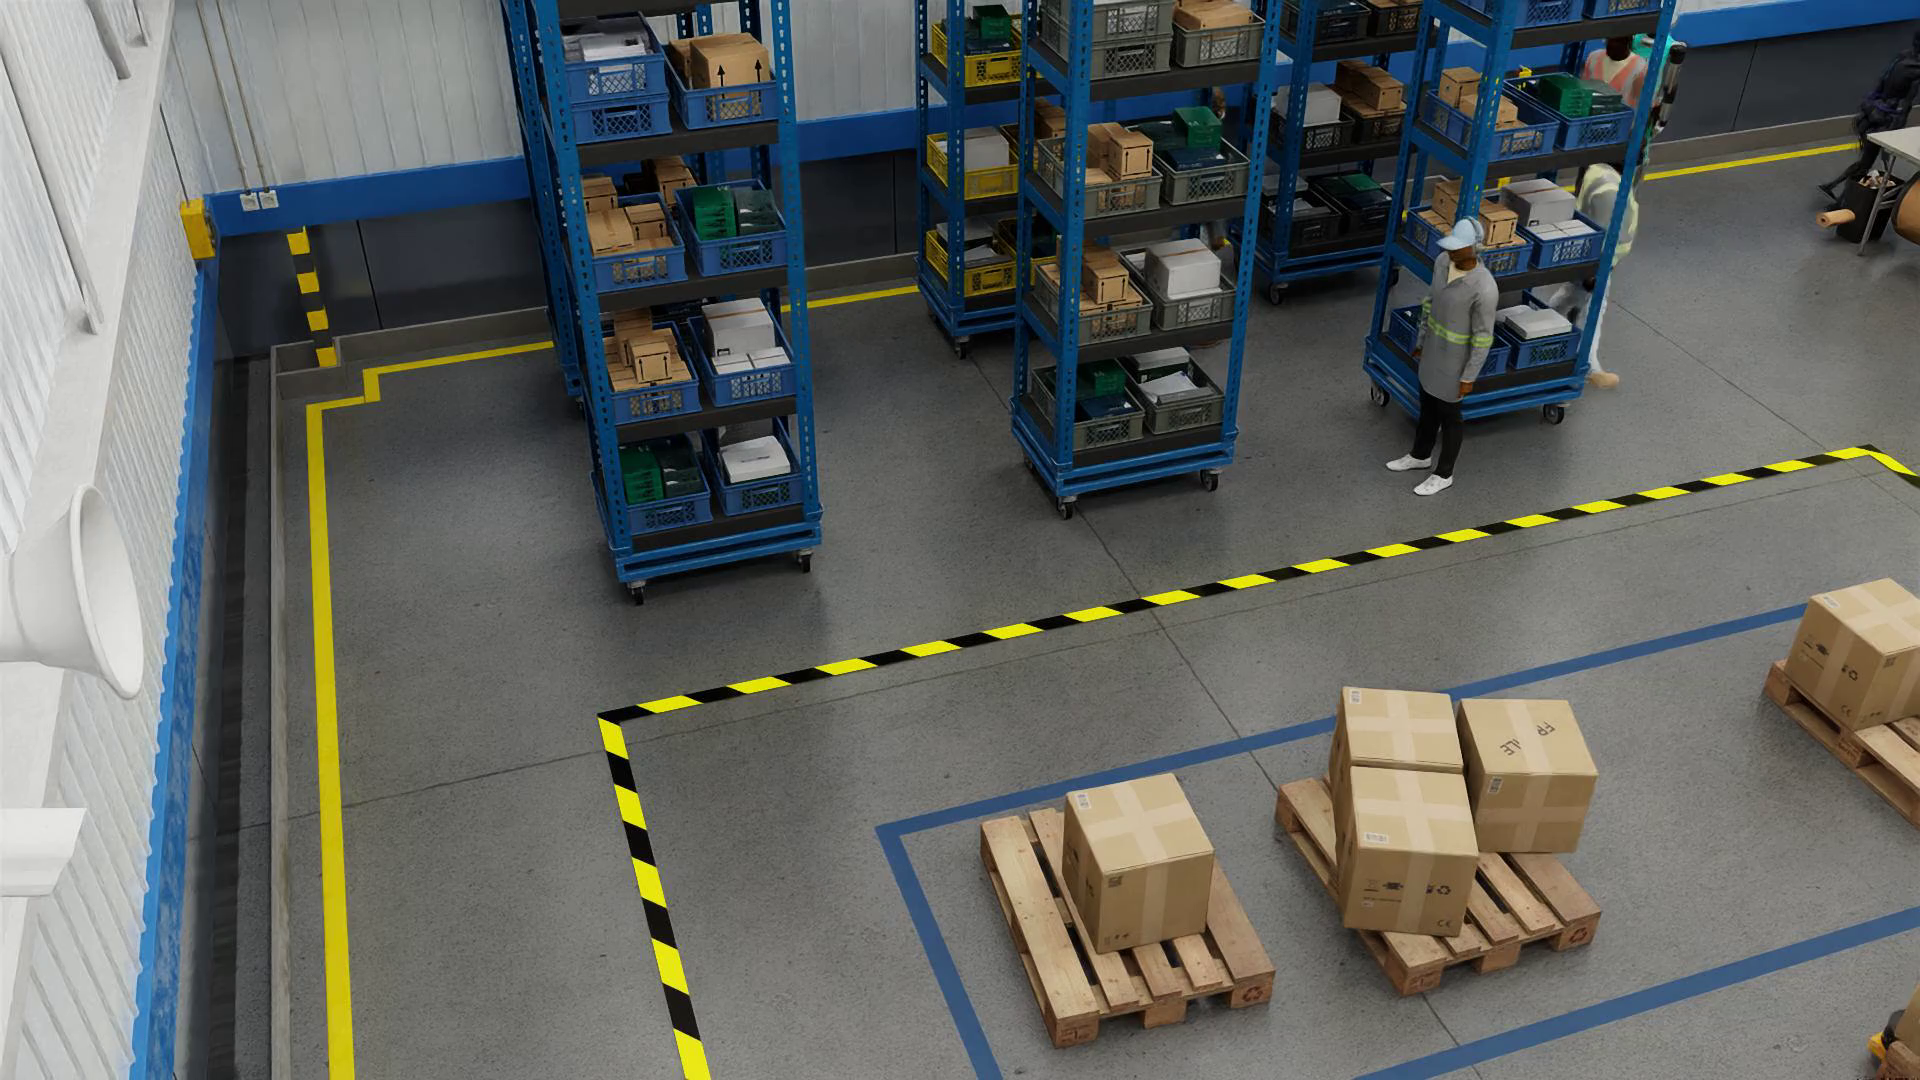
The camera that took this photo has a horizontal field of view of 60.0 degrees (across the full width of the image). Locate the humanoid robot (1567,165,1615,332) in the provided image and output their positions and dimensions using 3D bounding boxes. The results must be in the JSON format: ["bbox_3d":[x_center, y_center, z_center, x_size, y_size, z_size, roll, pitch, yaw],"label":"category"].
[{"bbox_3d":[4.511,-2.107,11.823,0.419,1.634,0.601,-8,36,-11],"label":"humanoid robot"}]

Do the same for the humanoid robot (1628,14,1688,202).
[{"bbox_3d":[5.716,-3.559,13.924,0.554,1.872,0.814,23,41,29],"label":"humanoid robot"}]

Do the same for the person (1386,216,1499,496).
[{"bbox_3d":[2.989,-1.136,10.292,0.389,1.850,0.599,-11,37,-16],"label":"person"}]

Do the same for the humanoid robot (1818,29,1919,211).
[{"bbox_3d":[7.613,-3.464,13.755,0.449,1.627,0.629,3,35,4],"label":"humanoid robot"}]

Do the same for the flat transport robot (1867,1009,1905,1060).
[{"bbox_3d":[4.484,2.380,6.658,0.652,0.197,1.431,-16,38,-21],"label":"flat transport robot"}]

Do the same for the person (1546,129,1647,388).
[{"bbox_3d":[4.377,-1.966,11.486,0.646,1.841,0.667,9,36,12],"label":"person"}]

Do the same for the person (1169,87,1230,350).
[{"bbox_3d":[1.676,-2.298,11.865,0.378,1.939,0.628,-19,39,-25],"label":"person"}]

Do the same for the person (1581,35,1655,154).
[{"bbox_3d":[5.040,-3.201,13.136,0.680,1.939,0.645,-19,39,-24],"label":"person"}]
